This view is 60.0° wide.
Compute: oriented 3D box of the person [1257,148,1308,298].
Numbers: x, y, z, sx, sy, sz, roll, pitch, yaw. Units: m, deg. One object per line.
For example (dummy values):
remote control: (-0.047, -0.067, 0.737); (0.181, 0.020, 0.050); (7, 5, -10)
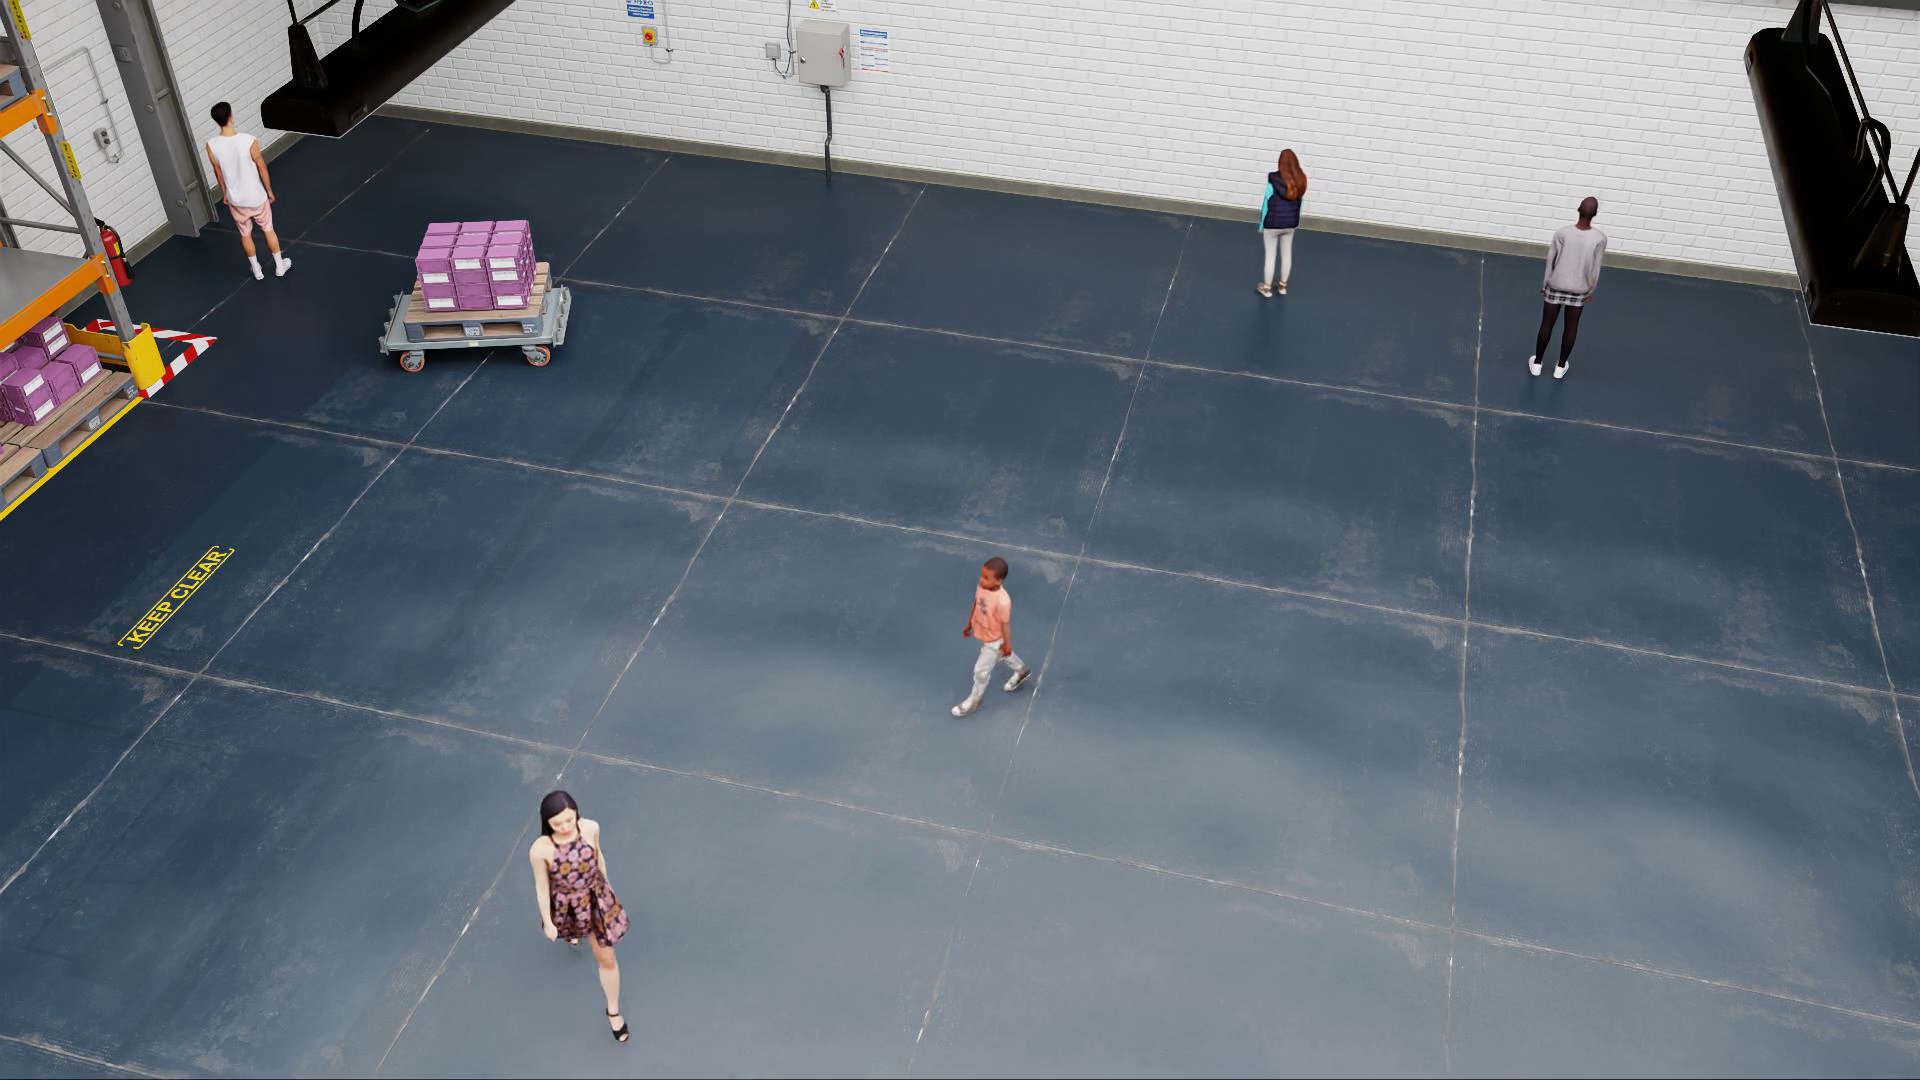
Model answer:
person: (3.094, -3.058, 16.034); (0.675, 1.500, 0.706); (-8, 39, -10)

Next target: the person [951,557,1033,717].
person: (0.278, 0.619, 11.595); (0.908, 1.294, 0.873); (-18, 42, -21)

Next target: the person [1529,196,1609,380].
person: (5.414, -2.249, 14.803); (0.620, 1.772, 0.539); (11, 40, 14)

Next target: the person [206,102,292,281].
person: (-6.974, -3.388, 16.220); (0.722, 1.784, 0.724); (-9, 39, -11)

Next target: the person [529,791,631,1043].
person: (-2.211, 2.031, 9.473); (1.142, 1.736, 1.170); (-21, 43, -25)
